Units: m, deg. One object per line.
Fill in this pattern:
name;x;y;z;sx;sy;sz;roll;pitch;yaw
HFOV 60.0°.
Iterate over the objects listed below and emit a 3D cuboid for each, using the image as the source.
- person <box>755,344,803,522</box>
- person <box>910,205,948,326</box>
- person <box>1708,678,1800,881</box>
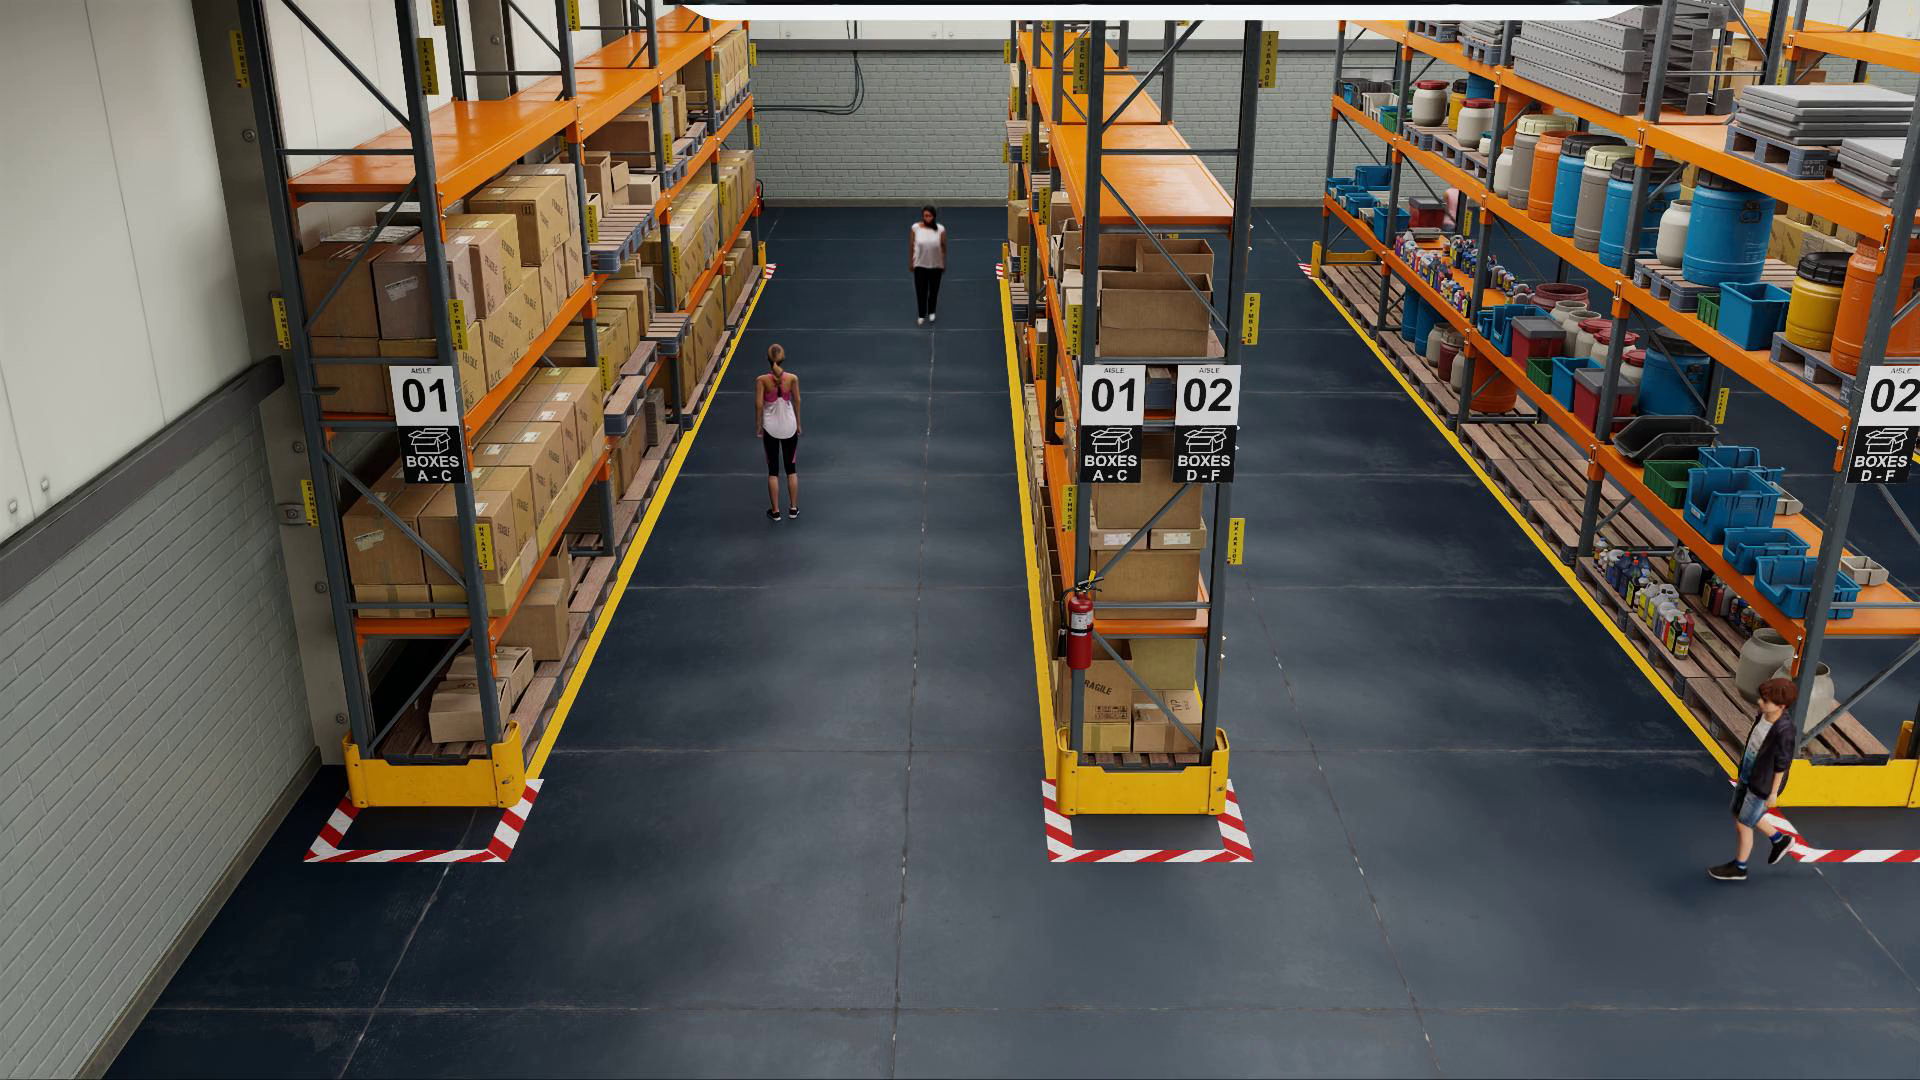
person;-1.782;-1.067;16.441;0.659;1.788;0.610;-6;23;-14
person;-0.442;-3.913;23.558;0.690;1.668;0.914;-1;22;-3
person;5.148;1.522;10.576;0.605;1.436;0.698;1;22;1
